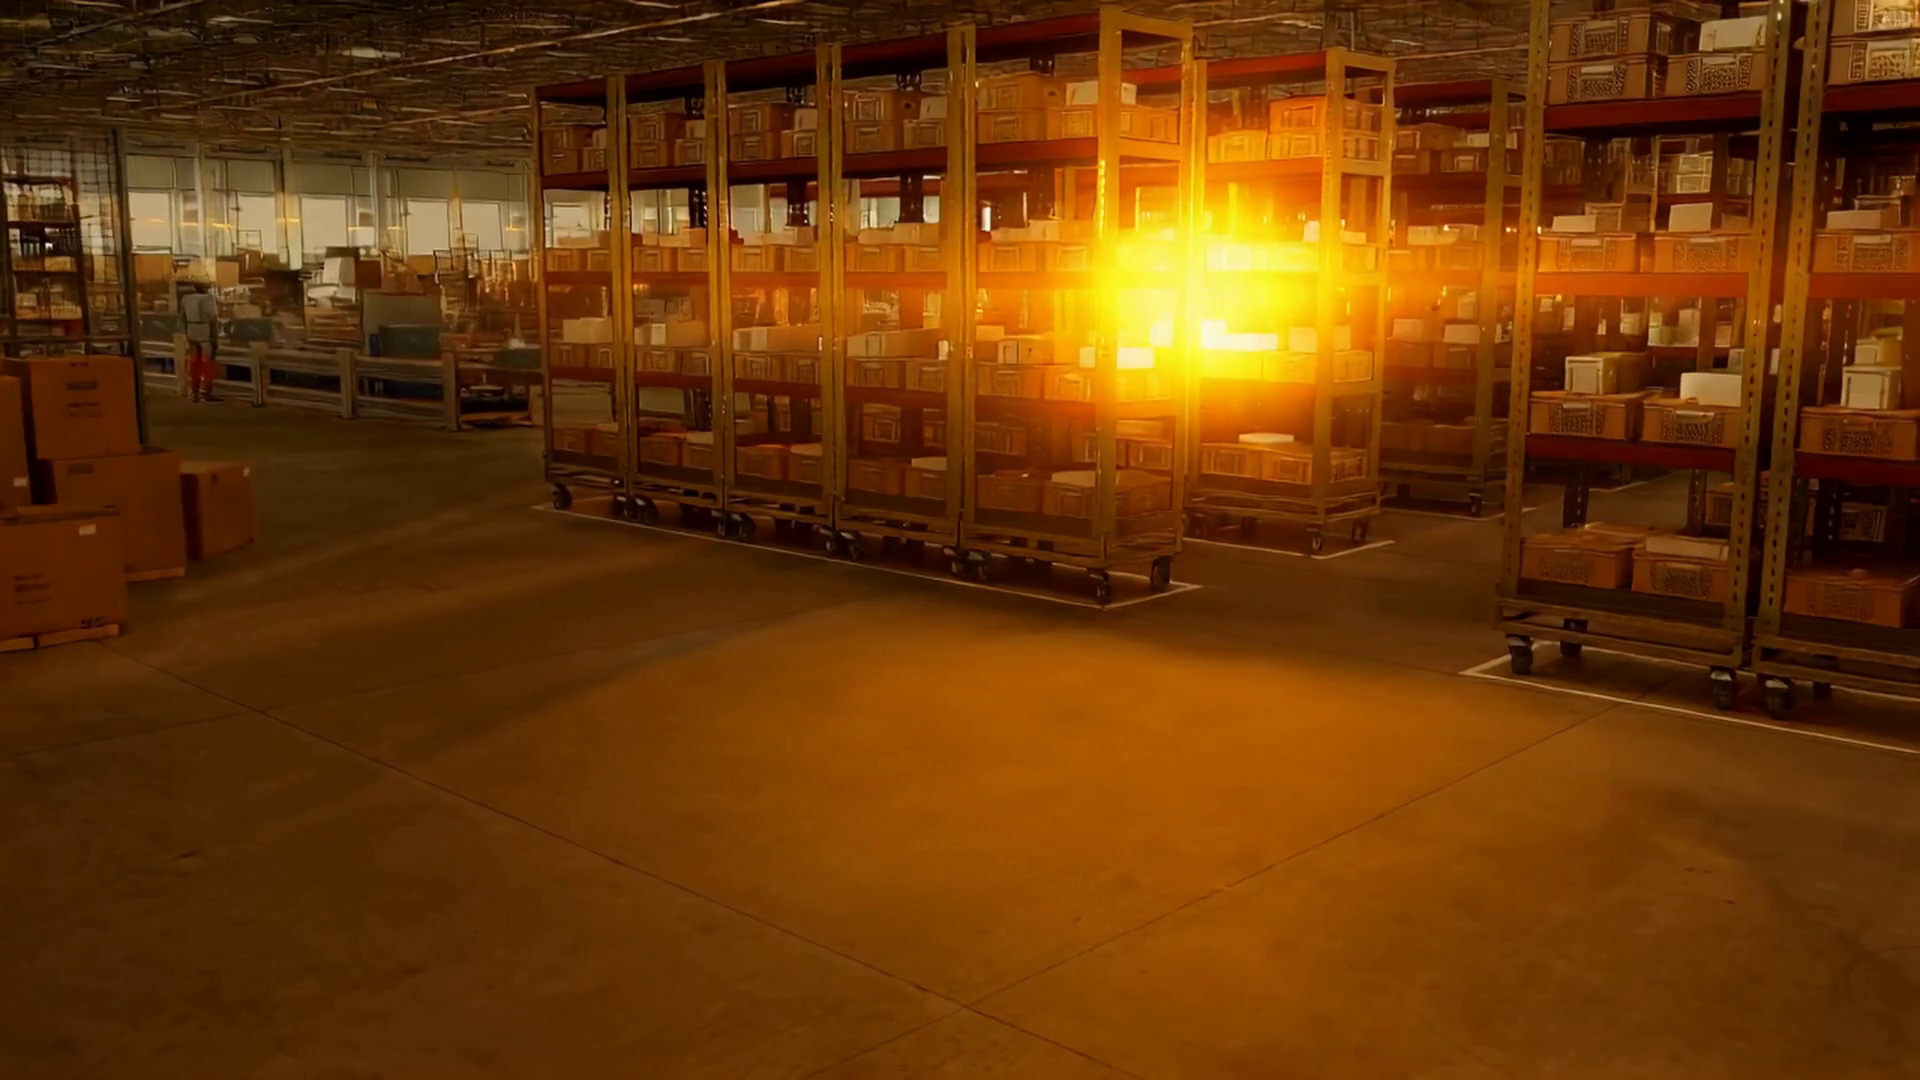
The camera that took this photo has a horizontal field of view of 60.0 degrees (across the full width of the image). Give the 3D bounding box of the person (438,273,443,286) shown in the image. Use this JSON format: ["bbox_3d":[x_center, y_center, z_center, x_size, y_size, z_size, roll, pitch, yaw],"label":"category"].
[{"bbox_3d":[-26.347,-12.679,84.775,1.023,1.880,0.582,2,10,13],"label":"person"}]

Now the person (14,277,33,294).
[{"bbox_3d":[-29.840,-7.539,53.101,0.542,1.928,0.399,-9,13,-44],"label":"person"}]

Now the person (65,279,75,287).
[{"bbox_3d":[-41.437,-11.532,77.498,0.604,1.949,0.389,-3,10,-19],"label":"person"}]

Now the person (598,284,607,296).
[{"bbox_3d":[-13.436,-9.068,62.581,0.754,1.899,0.638,1,9,9],"label":"person"}]

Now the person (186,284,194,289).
[{"bbox_3d":[-27.030,-8.383,58.484,0.503,1.862,0.328,5,10,27],"label":"person"}]

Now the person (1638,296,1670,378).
[{"bbox_3d":[9.559,-2.585,23.072,0.527,1.810,0.611,-4,10,-22],"label":"person"}]

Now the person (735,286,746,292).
[{"bbox_3d":[-8.389,-9.132,62.505,0.684,2.000,0.538,-1,9,-7],"label":"person"}]

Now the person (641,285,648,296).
[{"bbox_3d":[-11.527,-8.761,61.145,0.673,1.740,0.522,-3,10,-15],"label":"person"}]

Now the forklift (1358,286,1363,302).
[{"bbox_3d":[11.100,-7.017,46.970,1.873,2.768,1.129,9,13,43],"label":"forklift"}]

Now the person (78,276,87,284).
[{"bbox_3d":[-42.335,-11.900,80.158,0.640,1.826,0.434,-2,9,-11],"label":"person"}]

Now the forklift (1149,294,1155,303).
[{"bbox_3d":[6.478,-9.776,63.883,1.873,2.768,1.129,9,13,43],"label":"forklift"}]

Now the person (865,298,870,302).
[{"bbox_3d":[-4.221,-11.240,76.679,0.461,1.619,0.546,4,10,25],"label":"person"}]

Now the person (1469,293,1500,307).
[{"bbox_3d":[10.269,-4.196,32.676,0.634,1.895,0.841,0,9,-1],"label":"person"}]

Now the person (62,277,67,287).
[{"bbox_3d":[-38.263,-10.374,71.040,0.457,1.731,0.500,0,9,-3],"label":"person"}]

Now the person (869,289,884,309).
[{"bbox_3d":[-3.064,-8.864,61.185,0.618,1.949,1.016,-4,10,-21],"label":"person"}]

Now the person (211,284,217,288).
[{"bbox_3d":[-32.322,-10.718,72.584,0.663,1.919,0.641,1,9,7],"label":"person"}]

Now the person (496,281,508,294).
[{"bbox_3d":[-16.080,-8.297,58.471,0.535,1.693,0.319,5,11,30],"label":"person"}]

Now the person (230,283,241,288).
[{"bbox_3d":[-27.253,-9.082,62.571,0.587,1.920,0.395,5,11,29],"label":"person"}]

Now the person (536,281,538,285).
[{"bbox_3d":[-24.644,-14.715,97.831,0.545,1.687,0.369,1,9,5],"label":"person"}]

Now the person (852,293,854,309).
[{"bbox_3d":[-4.001,-8.625,60.383,0.922,1.722,0.538,8,13,42],"label":"person"}]

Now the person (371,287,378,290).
[{"bbox_3d":[-20.723,-8.422,58.748,0.524,1.852,0.529,-5,11,-30],"label":"person"}]

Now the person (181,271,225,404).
[{"bbox_3d":[-11.638,-3.111,25.579,0.614,2.040,0.390,4,10,25],"label":"person"}]

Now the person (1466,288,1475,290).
[{"bbox_3d":[16.514,-7.578,53.415,0.887,1.901,0.571,9,13,44],"label":"person"}]
